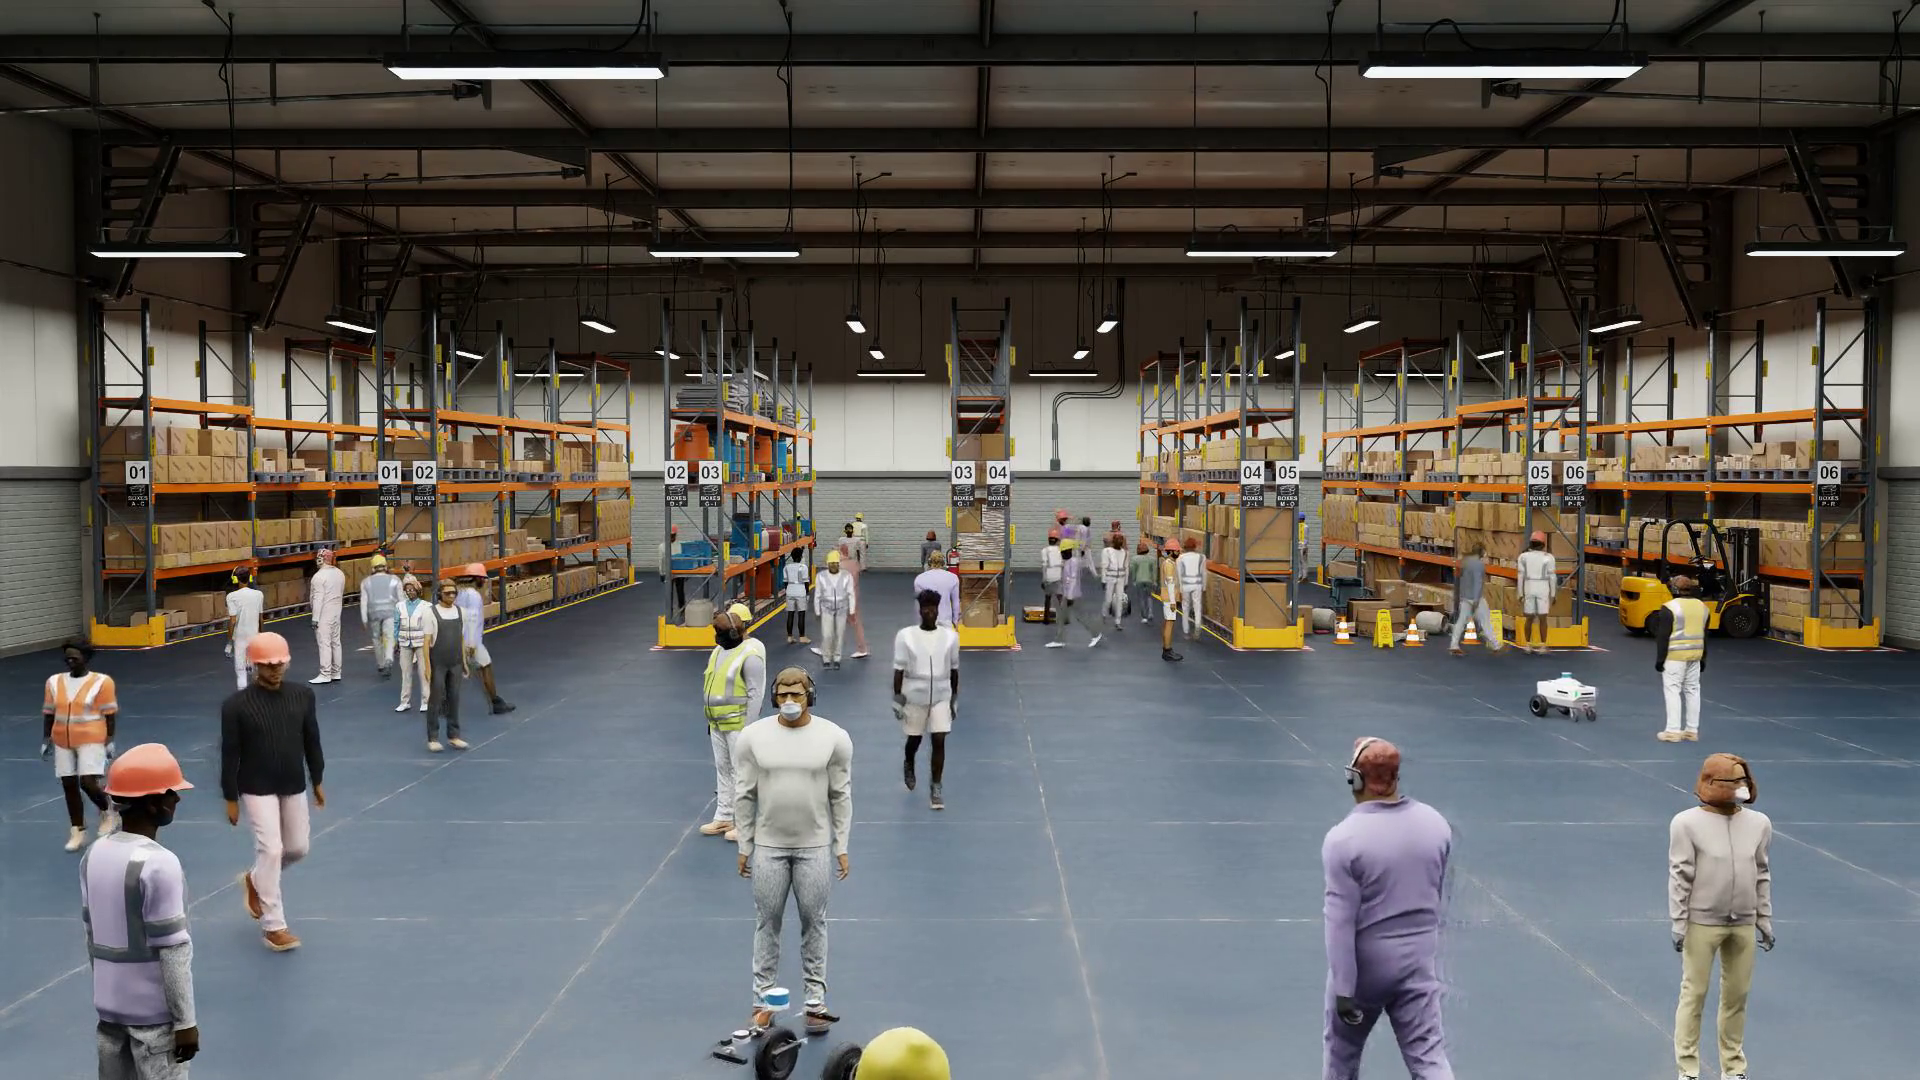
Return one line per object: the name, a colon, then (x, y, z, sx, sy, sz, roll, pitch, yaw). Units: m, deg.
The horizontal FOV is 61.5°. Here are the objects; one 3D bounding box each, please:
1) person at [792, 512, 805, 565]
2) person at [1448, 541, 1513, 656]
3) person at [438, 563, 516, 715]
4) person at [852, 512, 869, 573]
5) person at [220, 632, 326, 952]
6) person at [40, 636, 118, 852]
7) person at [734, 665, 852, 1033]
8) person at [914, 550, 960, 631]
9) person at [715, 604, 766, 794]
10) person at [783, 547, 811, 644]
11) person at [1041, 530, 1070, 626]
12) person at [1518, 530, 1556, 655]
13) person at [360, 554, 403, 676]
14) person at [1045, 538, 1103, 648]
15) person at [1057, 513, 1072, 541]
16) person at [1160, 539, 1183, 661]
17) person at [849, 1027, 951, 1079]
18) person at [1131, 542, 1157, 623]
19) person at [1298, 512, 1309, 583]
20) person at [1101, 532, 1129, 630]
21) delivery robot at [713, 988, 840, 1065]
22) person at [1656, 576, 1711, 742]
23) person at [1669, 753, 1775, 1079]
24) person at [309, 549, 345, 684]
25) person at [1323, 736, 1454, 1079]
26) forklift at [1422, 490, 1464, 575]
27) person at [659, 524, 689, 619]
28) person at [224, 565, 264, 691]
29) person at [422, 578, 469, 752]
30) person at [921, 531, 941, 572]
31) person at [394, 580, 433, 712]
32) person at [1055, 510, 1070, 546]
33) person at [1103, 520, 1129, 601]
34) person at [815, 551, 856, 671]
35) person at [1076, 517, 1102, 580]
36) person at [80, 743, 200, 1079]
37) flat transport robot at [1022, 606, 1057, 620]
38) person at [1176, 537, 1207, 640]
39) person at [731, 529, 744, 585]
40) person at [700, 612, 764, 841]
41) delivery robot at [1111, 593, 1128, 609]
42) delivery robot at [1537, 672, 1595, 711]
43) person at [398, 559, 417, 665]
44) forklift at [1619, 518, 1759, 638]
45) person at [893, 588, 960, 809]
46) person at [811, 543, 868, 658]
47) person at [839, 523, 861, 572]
person: (-4.769, 0.092, 47.670, 0.404, 1.918, 0.593, -1, 3, -32)
person: (8.435, 0.954, 26.272, 1.033, 1.877, 0.651, 0, 2, -5)
person: (-6.026, 1.219, 19.840, 0.993, 1.882, 0.563, -2, 3, -39)
person: (-3.054, 0.078, 49.049, 0.600, 1.827, 0.404, 1, 2, 16)
person: (-4.388, 1.551, 10.230, 0.748, 1.971, 0.625, 2, 3, 36)
person: (-6.925, 1.594, 12.689, 0.538, 1.684, 0.389, 0, 2, 0)
person: (-0.886, 1.631, 8.586, 0.627, 1.941, 0.373, 0, 2, -2)
person: (-0.316, 1.103, 21.890, 0.632, 1.940, 0.372, 0, 2, -12)
person: (-2.022, 1.467, 14.862, 0.526, 1.768, 0.315, 1, 3, 29)
person: (-2.845, 0.971, 28.220, 0.533, 1.697, 0.318, 1, 3, 29)
person: (1.854, 0.753, 31.568, 0.594, 1.883, 1.006, -1, 2, -16)
person: (9.534, 0.862, 26.652, 0.614, 2.041, 0.390, 2, 3, 37)
person: (-8.476, 1.105, 23.684, 0.607, 1.800, 0.828, -1, 2, -16)
person: (1.970, 0.905, 27.666, 0.955, 1.887, 0.604, -1, 2, -14)
person: (2.886, 0.224, 44.534, 0.560, 1.902, 0.617, 0, 2, -8)
person: (3.388, 0.947, 25.824, 0.354, 1.939, 0.545, 0, 2, 2)
person: (-0.148, 1.926, 3.565, 0.540, 1.749, 0.707, -1, 3, -33)
person: (3.675, 0.849, 32.338, 0.502, 1.612, 0.502, 0, 2, -2)
person: (9.416, 0.201, 44.476, 0.399, 1.949, 0.605, 0, 2, -5)
person: (2.957, 0.777, 31.010, 0.592, 1.864, 0.648, -1, 2, -15)
delivery robot: (-0.843, 2.203, 7.491, 0.335, 0.223, 0.698, 1, 3, 34)
person: (8.023, 1.314, 17.946, 0.636, 1.837, 0.431, -1, 2, -20)
person: (3.593, 1.818, 7.622, 0.507, 1.636, 0.274, 0, 2, -6)
person: (-9.016, 1.077, 22.930, 0.410, 1.909, 0.643, 0, 2, 10)
person: (1.778, 1.749, 6.672, 0.654, 1.866, 0.988, -1, 2, -20)
forklift: (13.926, -0.371, 47.846, 1.873, 2.768, 1.129, 0, 2, 0)
person: (-5.826, 0.655, 32.913, 0.623, 1.970, 0.877, 0, 2, -3)
person: (-8.656, 1.235, 19.514, 0.334, 1.863, 0.523, 1, 3, 29)
person: (-5.517, 1.331, 17.328, 0.328, 1.842, 0.515, 2, 3, 40)
person: (-0.682, 0.589, 38.603, 0.497, 1.633, 0.283, 0, 2, 5)
person: (-6.811, 1.320, 20.144, 0.517, 1.641, 0.308, 0, 2, 4)
person: (2.983, 0.103, 47.166, 0.714, 1.947, 0.704, 0, 2, -5)
person: (3.682, 0.481, 37.899, 0.642, 1.913, 0.409, 2, 3, 40)
person: (-1.875, 1.070, 24.310, 0.612, 1.798, 0.802, 0, 2, -8)
person: (3.516, 0.242, 45.632, 1.015, 1.782, 0.640, -1, 2, -16)
person: (-3.047, 1.732, 6.063, 0.545, 1.938, 0.355, 1, 3, 31)
flat transport robot: (1.637, 1.501, 33.050, 0.652, 0.197, 1.431, 0, 2, -1)
person: (4.157, 0.867, 28.958, 0.579, 1.855, 0.843, 0, 2, 1)
person: (-5.904, 0.271, 43.365, 0.587, 1.904, 0.539, 1, 3, 25)
person: (-1.867, 1.502, 13.136, 0.429, 1.837, 0.620, -2, 3, -42)
delivery robot: (3.378, 1.270, 34.208, 0.477, 0.478, 0.707, 0, 2, 6)
delivery robot: (7.352, 1.851, 19.583, 0.477, 0.478, 0.707, -1, 2, -22)
person: (-8.602, 1.119, 25.193, 0.308, 1.641, 0.514, 0, 2, -10)
forklift: (13.417, 0.684, 29.791, 2.313, 2.155, 1.214, 0, 2, 0)
person: (-0.311, 1.392, 14.548, 0.610, 1.948, 0.780, 0, 2, -11)
person: (-1.911, 0.978, 26.097, 0.961, 1.857, 0.647, 1, 3, 32)
person: (-2.507, 0.557, 36.558, 0.514, 1.867, 0.328, 0, 2, -3)
